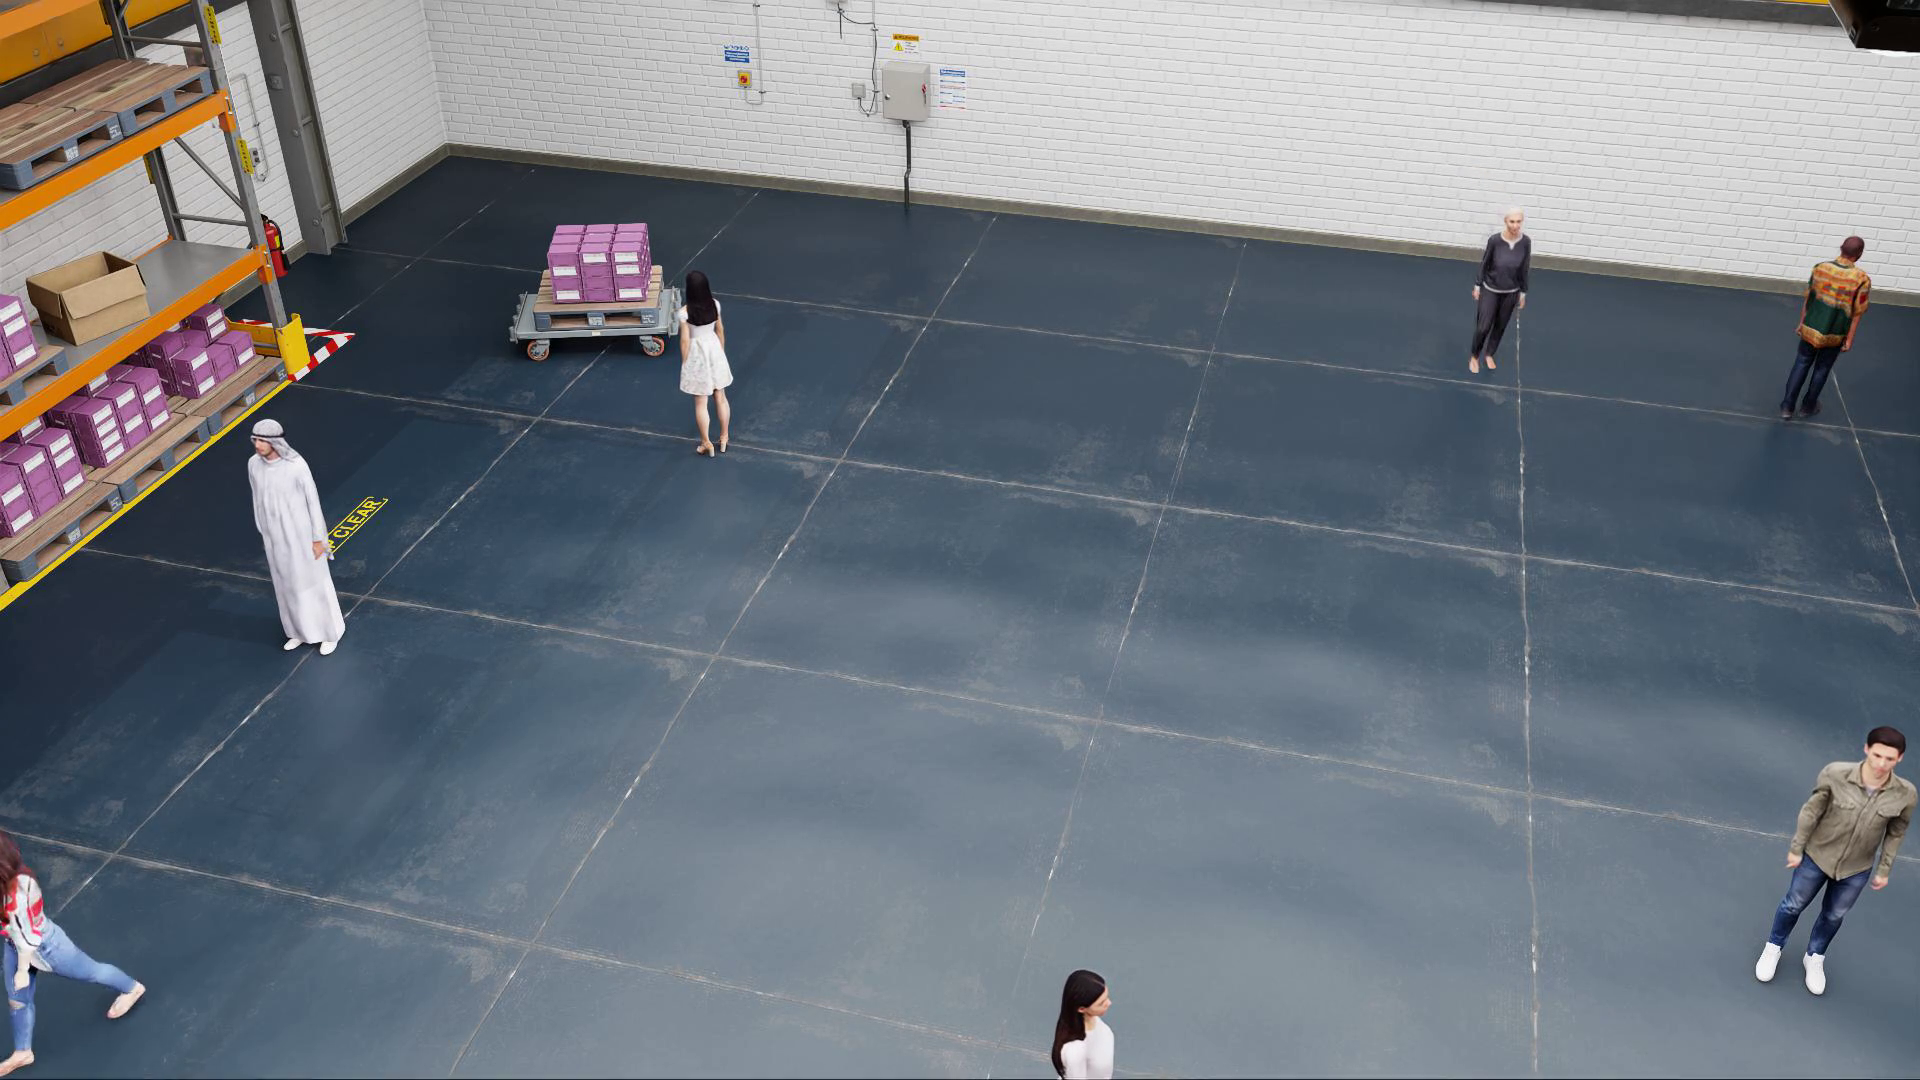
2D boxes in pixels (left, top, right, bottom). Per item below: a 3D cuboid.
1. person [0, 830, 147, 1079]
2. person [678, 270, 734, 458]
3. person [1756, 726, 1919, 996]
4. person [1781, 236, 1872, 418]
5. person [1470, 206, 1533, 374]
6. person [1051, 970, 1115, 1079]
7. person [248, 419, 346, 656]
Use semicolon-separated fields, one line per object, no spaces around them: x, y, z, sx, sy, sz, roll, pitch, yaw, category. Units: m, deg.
-5.018;2.207;9.226;0.854;1.566;1.179;22;40;30;person
-2.256;-1.561;14.706;0.769;1.775;0.834;-19;38;-26;person
5.048;1.807;9.557;0.732;1.864;0.633;14;36;19;person
7.917;-1.935;15.241;0.841;1.804;0.878;28;42;35;person
5.230;-2.485;16.151;0.694;1.714;0.686;0;34;0;person
0.578;2.765;8.166;0.681;1.809;0.494;5;34;8;person
-4.927;-0.040;12.281;0.681;1.927;0.638;6;34;10;person
